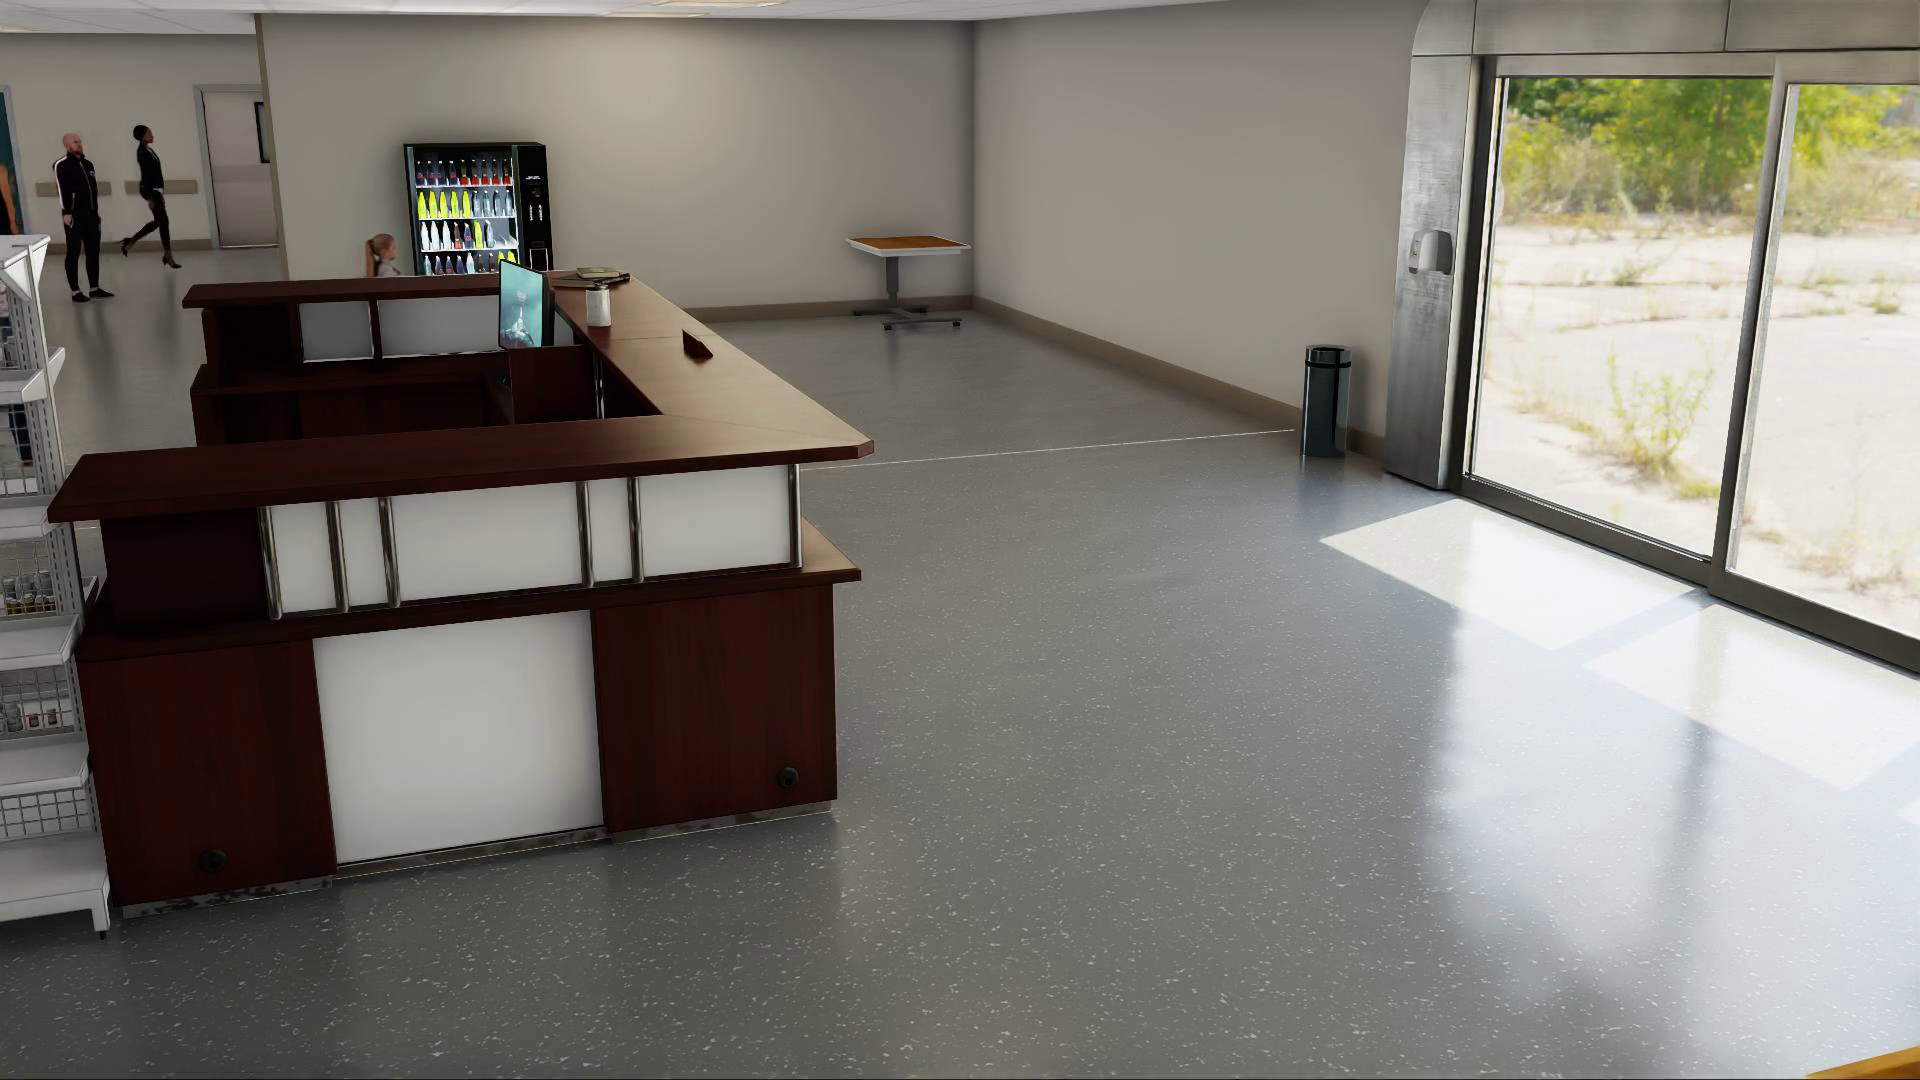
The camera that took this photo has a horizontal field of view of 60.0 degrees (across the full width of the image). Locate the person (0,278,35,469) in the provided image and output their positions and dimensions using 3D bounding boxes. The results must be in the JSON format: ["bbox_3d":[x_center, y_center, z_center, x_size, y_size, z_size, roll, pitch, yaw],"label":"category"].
[{"bbox_3d":[-6.038,-1.194,10.234,0.956,1.711,0.581,-5,17,-17],"label":"person"}]

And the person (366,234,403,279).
[{"bbox_3d":[-4.514,-1.743,13.058,0.557,1.228,0.547,-9,18,-29],"label":"person"}]

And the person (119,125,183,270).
[{"bbox_3d":[-10.447,-4.381,21.345,0.931,1.815,0.611,-5,17,-17],"label":"person"}]

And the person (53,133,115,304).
[{"bbox_3d":[-9.798,-3.591,18.503,0.795,1.836,0.768,5,16,17],"label":"person"}]
